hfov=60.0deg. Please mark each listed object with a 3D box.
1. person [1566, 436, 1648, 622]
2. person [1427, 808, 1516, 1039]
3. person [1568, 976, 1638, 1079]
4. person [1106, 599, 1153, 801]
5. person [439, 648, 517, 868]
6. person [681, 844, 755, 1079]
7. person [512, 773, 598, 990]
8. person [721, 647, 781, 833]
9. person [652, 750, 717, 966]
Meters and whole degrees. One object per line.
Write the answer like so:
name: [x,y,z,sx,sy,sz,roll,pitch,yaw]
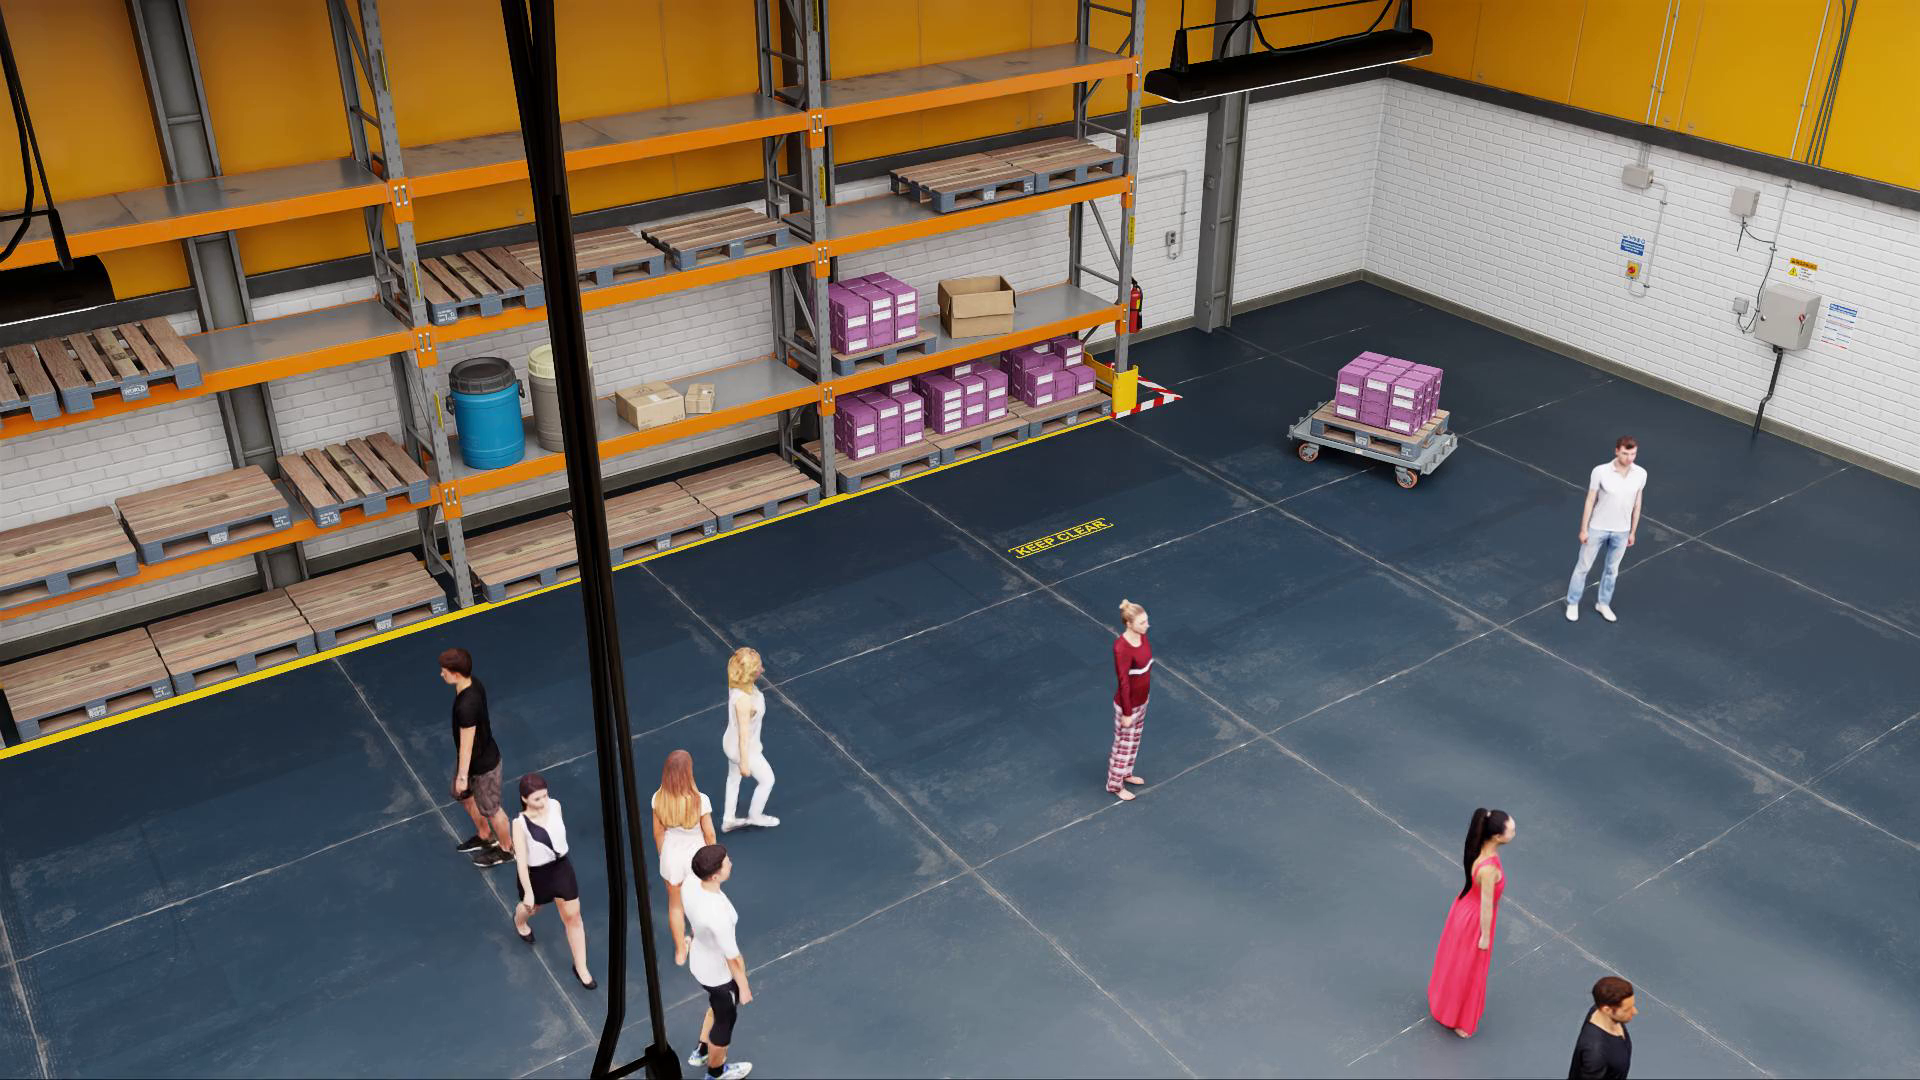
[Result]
person: [5.894,-0.114,15.132,0.690,1.850,0.785,1,29,2]
person: [3.277,2.424,10.611,0.761,1.725,0.715,3,29,5]
person: [3.447,3.122,9.191,0.768,1.858,0.637,13,31,23]
person: [1.319,1.219,12.848,0.741,1.698,0.610,13,31,23]
person: [-3.400,1.574,12.040,0.734,1.848,0.735,-10,30,-18]
person: [-1.567,2.623,10.127,0.663,1.838,0.702,-17,33,-28]
person: [-2.821,2.226,11.094,0.828,1.609,1.083,22,36,35]
person: [-1.677,1.529,12.332,0.807,1.646,0.830,-10,30,-18]
person: [-1.840,2.137,11.168,0.660,1.695,0.723,4,29,7]
